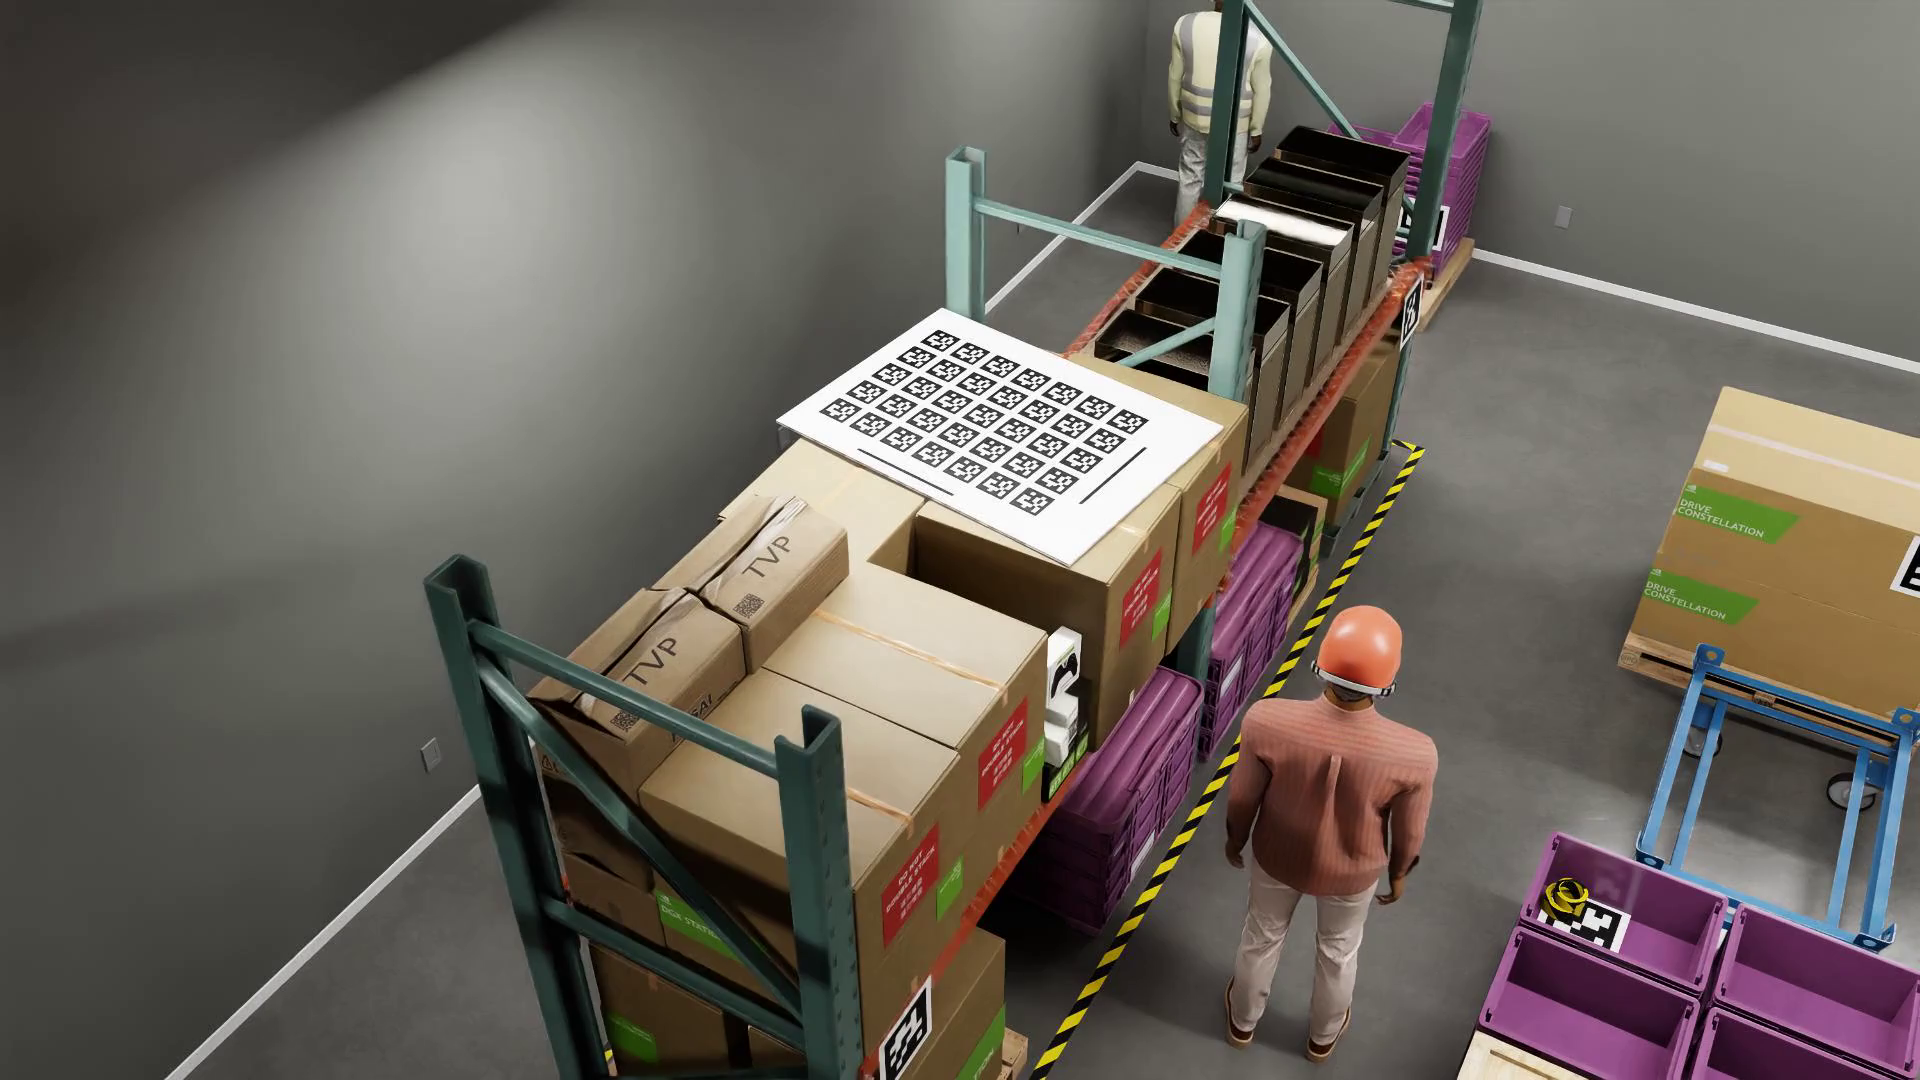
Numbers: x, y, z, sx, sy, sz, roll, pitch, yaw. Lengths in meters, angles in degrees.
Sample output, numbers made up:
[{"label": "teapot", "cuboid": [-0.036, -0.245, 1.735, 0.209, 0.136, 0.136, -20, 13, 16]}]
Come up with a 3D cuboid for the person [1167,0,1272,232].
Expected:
[{"label": "person", "cuboid": [1.485, -2.446, 9.603, 0.591, 1.820, 0.404, 16, 43, 19]}]

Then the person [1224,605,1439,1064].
[{"label": "person", "cuboid": [1.159, 0.992, 5.372, 0.619, 1.994, 0.381, 10, 41, 12]}]
